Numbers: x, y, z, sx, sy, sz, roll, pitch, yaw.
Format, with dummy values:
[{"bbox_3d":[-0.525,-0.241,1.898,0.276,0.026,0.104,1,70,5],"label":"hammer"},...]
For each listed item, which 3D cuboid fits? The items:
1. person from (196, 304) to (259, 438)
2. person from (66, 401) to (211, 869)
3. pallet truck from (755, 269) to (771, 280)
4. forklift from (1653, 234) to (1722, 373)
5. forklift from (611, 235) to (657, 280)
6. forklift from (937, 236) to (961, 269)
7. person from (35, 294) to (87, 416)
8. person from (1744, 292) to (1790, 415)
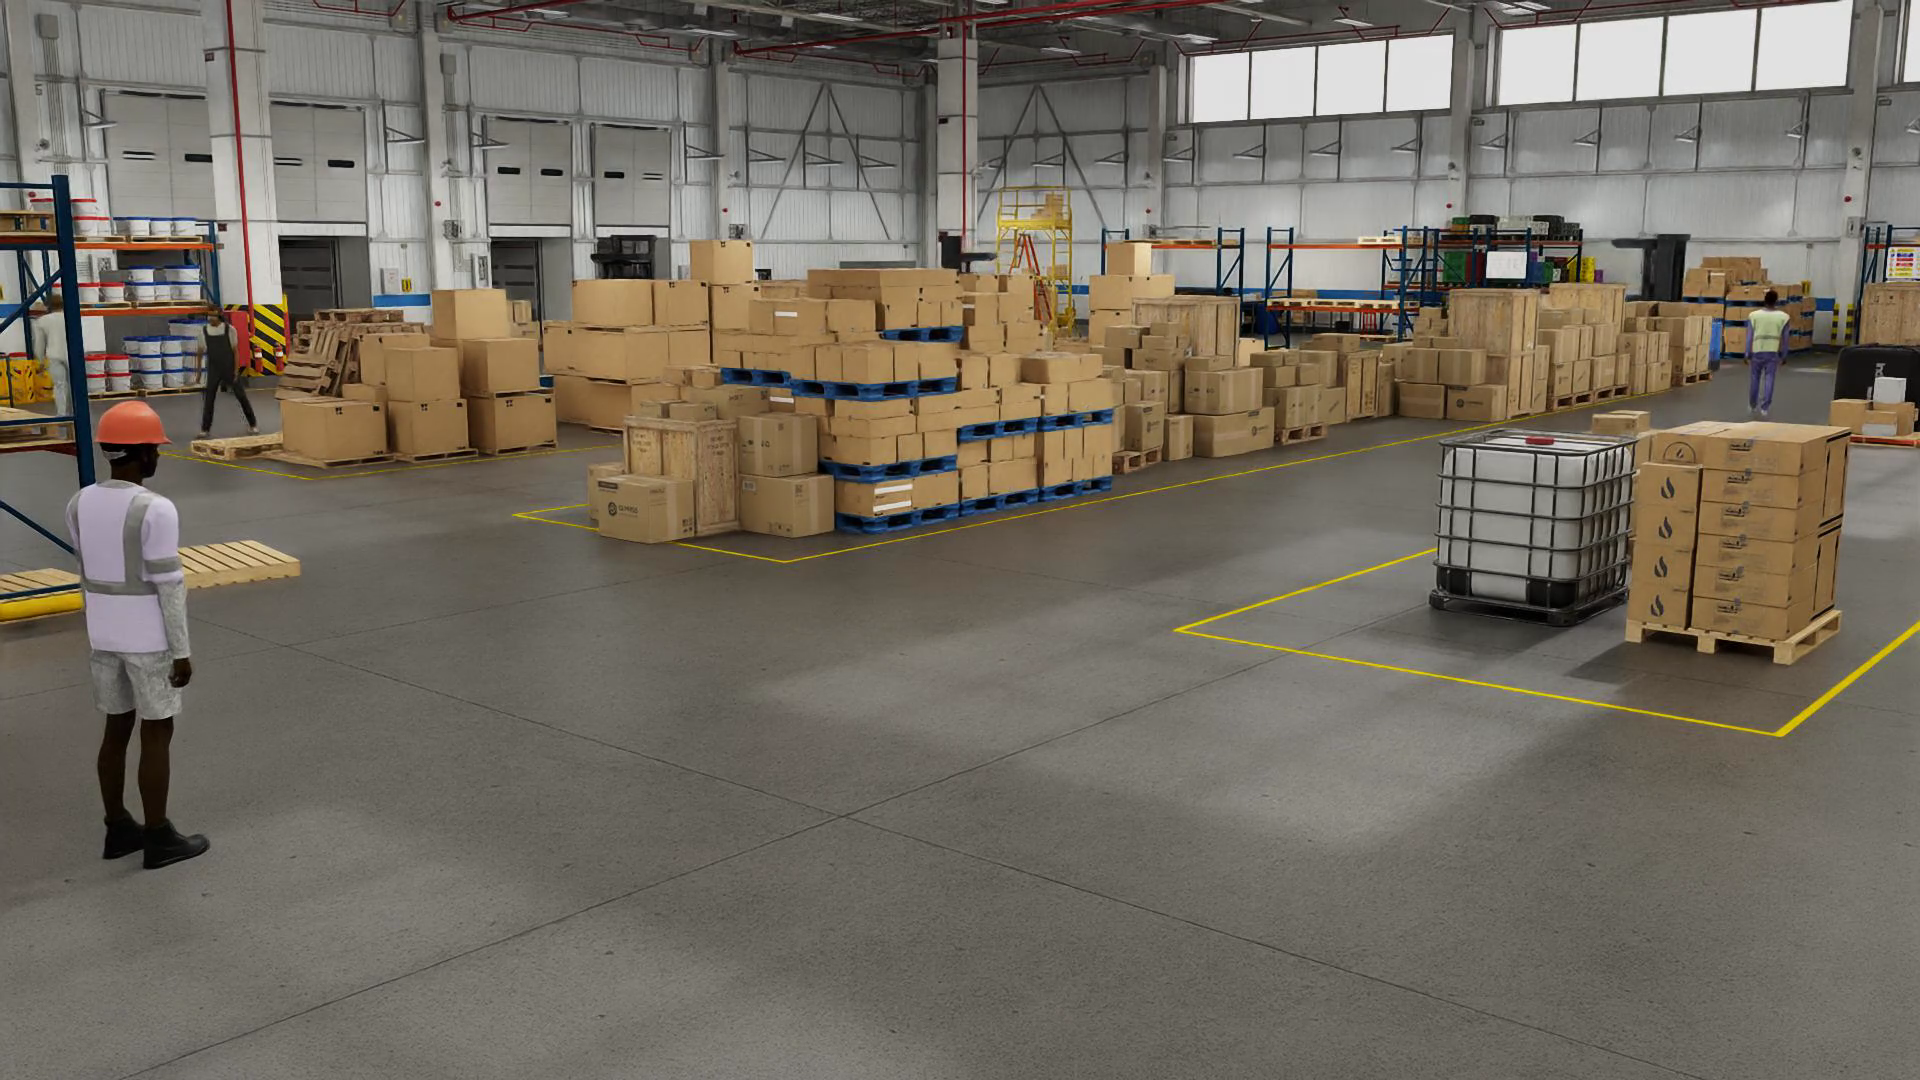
[{"bbox_3d":[-10.004,-2.288,22.542,0.750,1.799,0.529,-3,10,-16],"label":"person"},{"bbox_3d":[-3.389,0.391,6.892,0.540,1.929,0.389,4,11,21],"label":"person"},{"bbox_3d":[-4.996,-6.432,45.525,1.885,1.965,0.823,-6,12,-32],"label":"pallet truck"},{"bbox_3d":[14.223,-4.736,33.359,1.873,2.768,1.129,8,13,40],"label":"forklift"},{"bbox_3d":[-6.928,-5.125,35.573,1.129,2.768,1.873,2,10,13],"label":"forklift"},{"bbox_3d":[-0.233,-5.744,39.097,1.873,2.768,1.129,2,10,12],"label":"forklift"},{"bbox_3d":[-12.975,-2.606,24.046,0.639,1.897,0.999,-5,11,-25],"label":"person"},{"bbox_3d":[12.465,-2.888,25.708,0.623,1.865,0.980,4,11,22],"label":"person"}]
